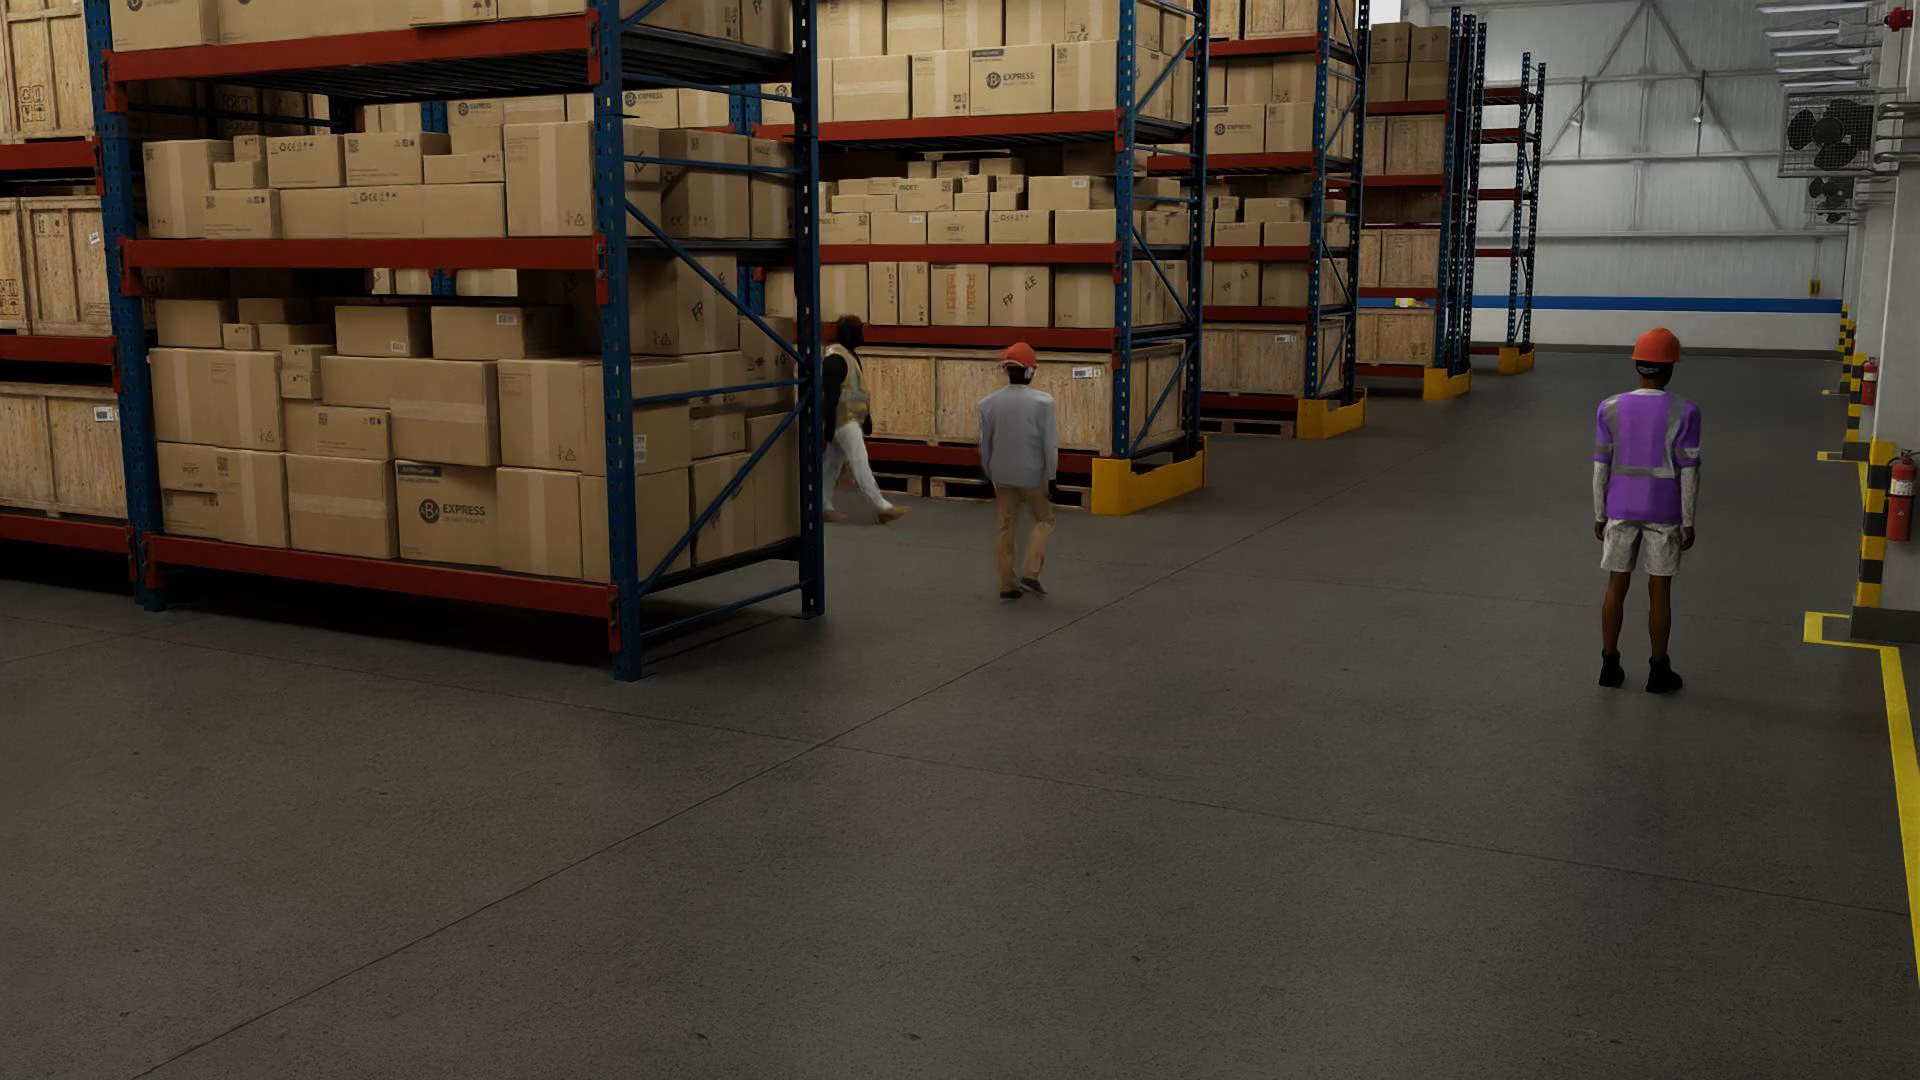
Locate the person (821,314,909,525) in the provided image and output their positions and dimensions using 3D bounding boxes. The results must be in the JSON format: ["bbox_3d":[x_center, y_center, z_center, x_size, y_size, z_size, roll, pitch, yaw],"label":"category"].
[{"bbox_3d":[-0.862,-1.019,14.258,0.919,1.798,0.659,1,10,8],"label":"person"}]

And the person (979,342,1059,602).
[{"bbox_3d":[0.417,-0.451,11.156,0.593,1.734,0.454,5,11,28],"label":"person"}]

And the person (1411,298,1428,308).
[{"bbox_3d":[8.928,-4.069,32.389,0.519,1.639,0.312,-9,13,-42],"label":"person"}]

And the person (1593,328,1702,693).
[{"bbox_3d":[3.653,-0.155,8.867,0.543,1.939,0.359,8,12,38],"label":"person"}]
